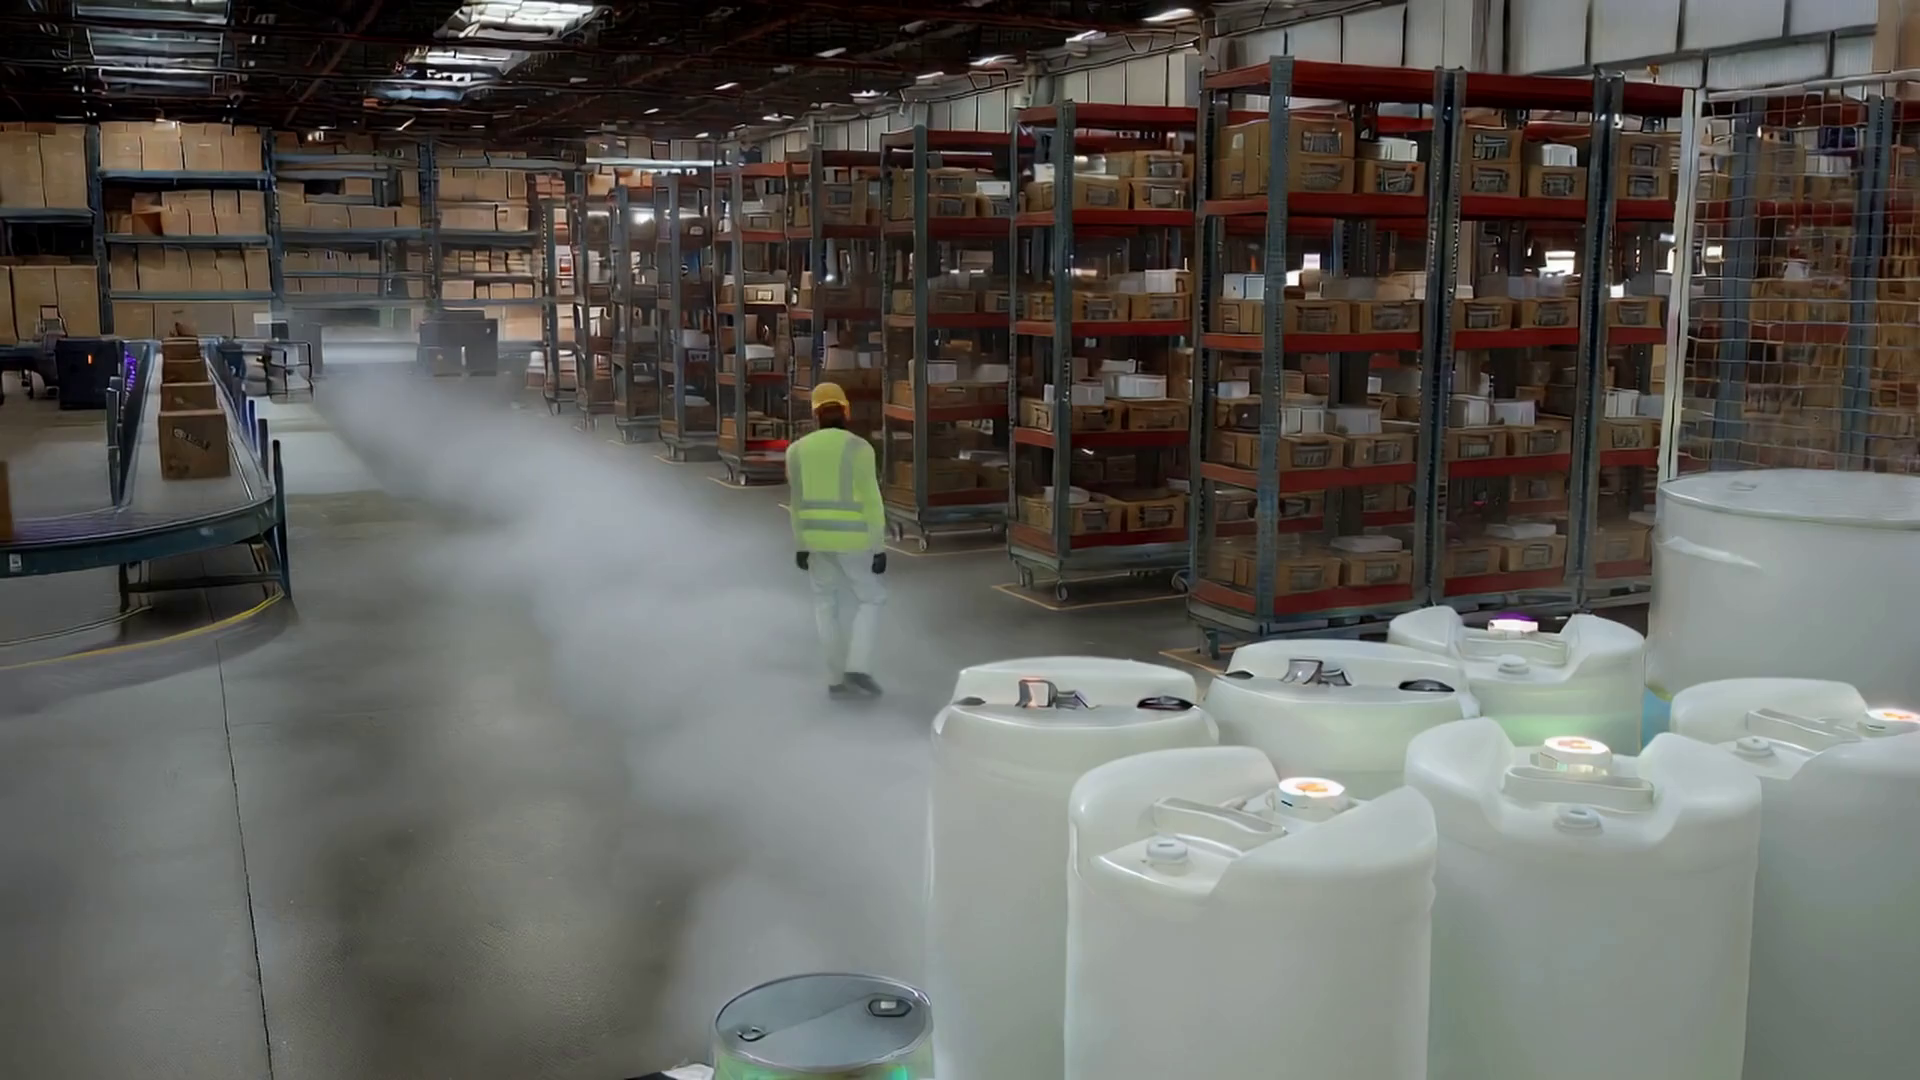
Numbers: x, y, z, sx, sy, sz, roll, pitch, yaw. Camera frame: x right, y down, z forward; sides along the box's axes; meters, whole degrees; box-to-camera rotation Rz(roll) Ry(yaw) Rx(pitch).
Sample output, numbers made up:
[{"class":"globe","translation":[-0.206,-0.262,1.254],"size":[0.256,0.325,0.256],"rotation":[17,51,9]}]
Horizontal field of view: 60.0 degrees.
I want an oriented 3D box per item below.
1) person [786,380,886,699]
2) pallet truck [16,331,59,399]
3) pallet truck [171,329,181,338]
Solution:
[{"class":"person","translation":[-0.692,0.009,9.391],"size":[0.635,1.800,0.470],"rotation":[5,10,27]},{"class":"pallet truck","translation":[-17.082,-3.353,31.781],"size":[1.630,1.274,0.653],"rotation":[-4,10,-25]},{"class":"pallet truck","translation":[-17.275,-3.851,35.096],"size":[1.601,1.201,0.680],"rotation":[0,9,1]}]
